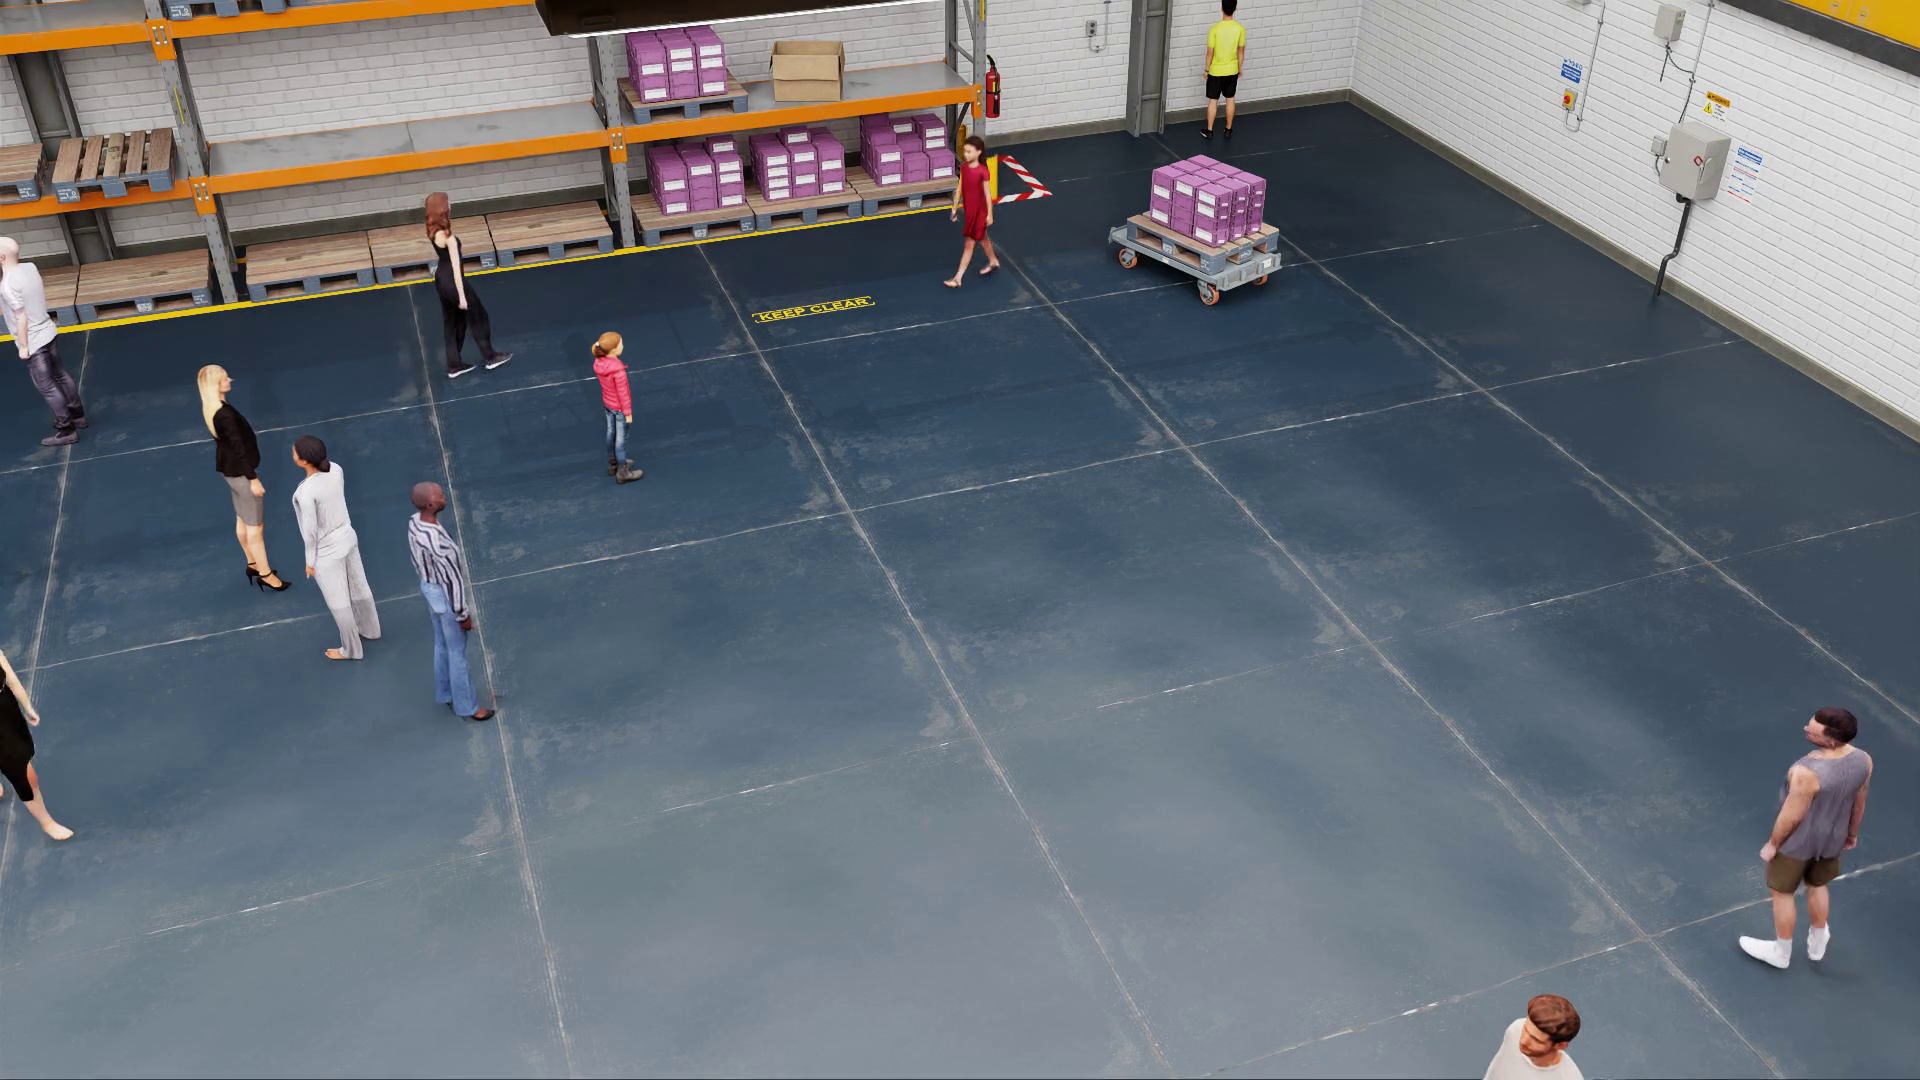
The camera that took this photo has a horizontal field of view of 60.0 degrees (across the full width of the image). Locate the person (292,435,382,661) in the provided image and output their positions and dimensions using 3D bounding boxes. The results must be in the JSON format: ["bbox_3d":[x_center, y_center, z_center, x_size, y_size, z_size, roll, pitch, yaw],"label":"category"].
[{"bbox_3d":[-4.311,0.037,11.438,0.724,1.735,0.712,7,34,10],"label":"person"}]

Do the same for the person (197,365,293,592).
[{"bbox_3d":[-5.217,-0.438,12.055,0.665,1.843,0.678,-26,41,-33],"label":"person"}]

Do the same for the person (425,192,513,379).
[{"bbox_3d":[-4.617,-2.246,14.879,0.931,1.728,0.805,-27,42,-34],"label":"person"}]

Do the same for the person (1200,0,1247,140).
[{"bbox_3d":[3.191,-5.714,20.115,0.553,1.709,0.737,-3,34,-4],"label":"person"}]

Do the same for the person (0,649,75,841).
[{"bbox_3d":[-5.856,1.076,10.012,1.088,1.584,1.016,14,36,20],"label":"person"}]

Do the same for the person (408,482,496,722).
[{"bbox_3d":[-3.358,0.404,10.833,0.661,1.794,0.697,-24,40,-31],"label":"person"}]

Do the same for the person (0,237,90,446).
[{"bbox_3d":[-7.736,-1.679,13.933,0.667,1.831,0.727,-3,34,-4],"label":"person"}]

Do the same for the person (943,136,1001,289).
[{"bbox_3d":[0.205,-3.313,16.683,0.868,1.508,1.138,29,43,36],"label":"person"}]

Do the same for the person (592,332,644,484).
[{"bbox_3d":[-2.804,-1.088,13.512,0.575,1.314,0.562,-24,40,-31],"label":"person"}]

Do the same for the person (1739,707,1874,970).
[{"bbox_3d":[4.620,1.613,8.963,0.478,1.807,0.899,-4,34,-5],"label":"person"}]

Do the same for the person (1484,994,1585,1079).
[{"bbox_3d":[2.536,2.661,7.361,1.187,1.879,0.745,-8,34,-11],"label":"person"}]
